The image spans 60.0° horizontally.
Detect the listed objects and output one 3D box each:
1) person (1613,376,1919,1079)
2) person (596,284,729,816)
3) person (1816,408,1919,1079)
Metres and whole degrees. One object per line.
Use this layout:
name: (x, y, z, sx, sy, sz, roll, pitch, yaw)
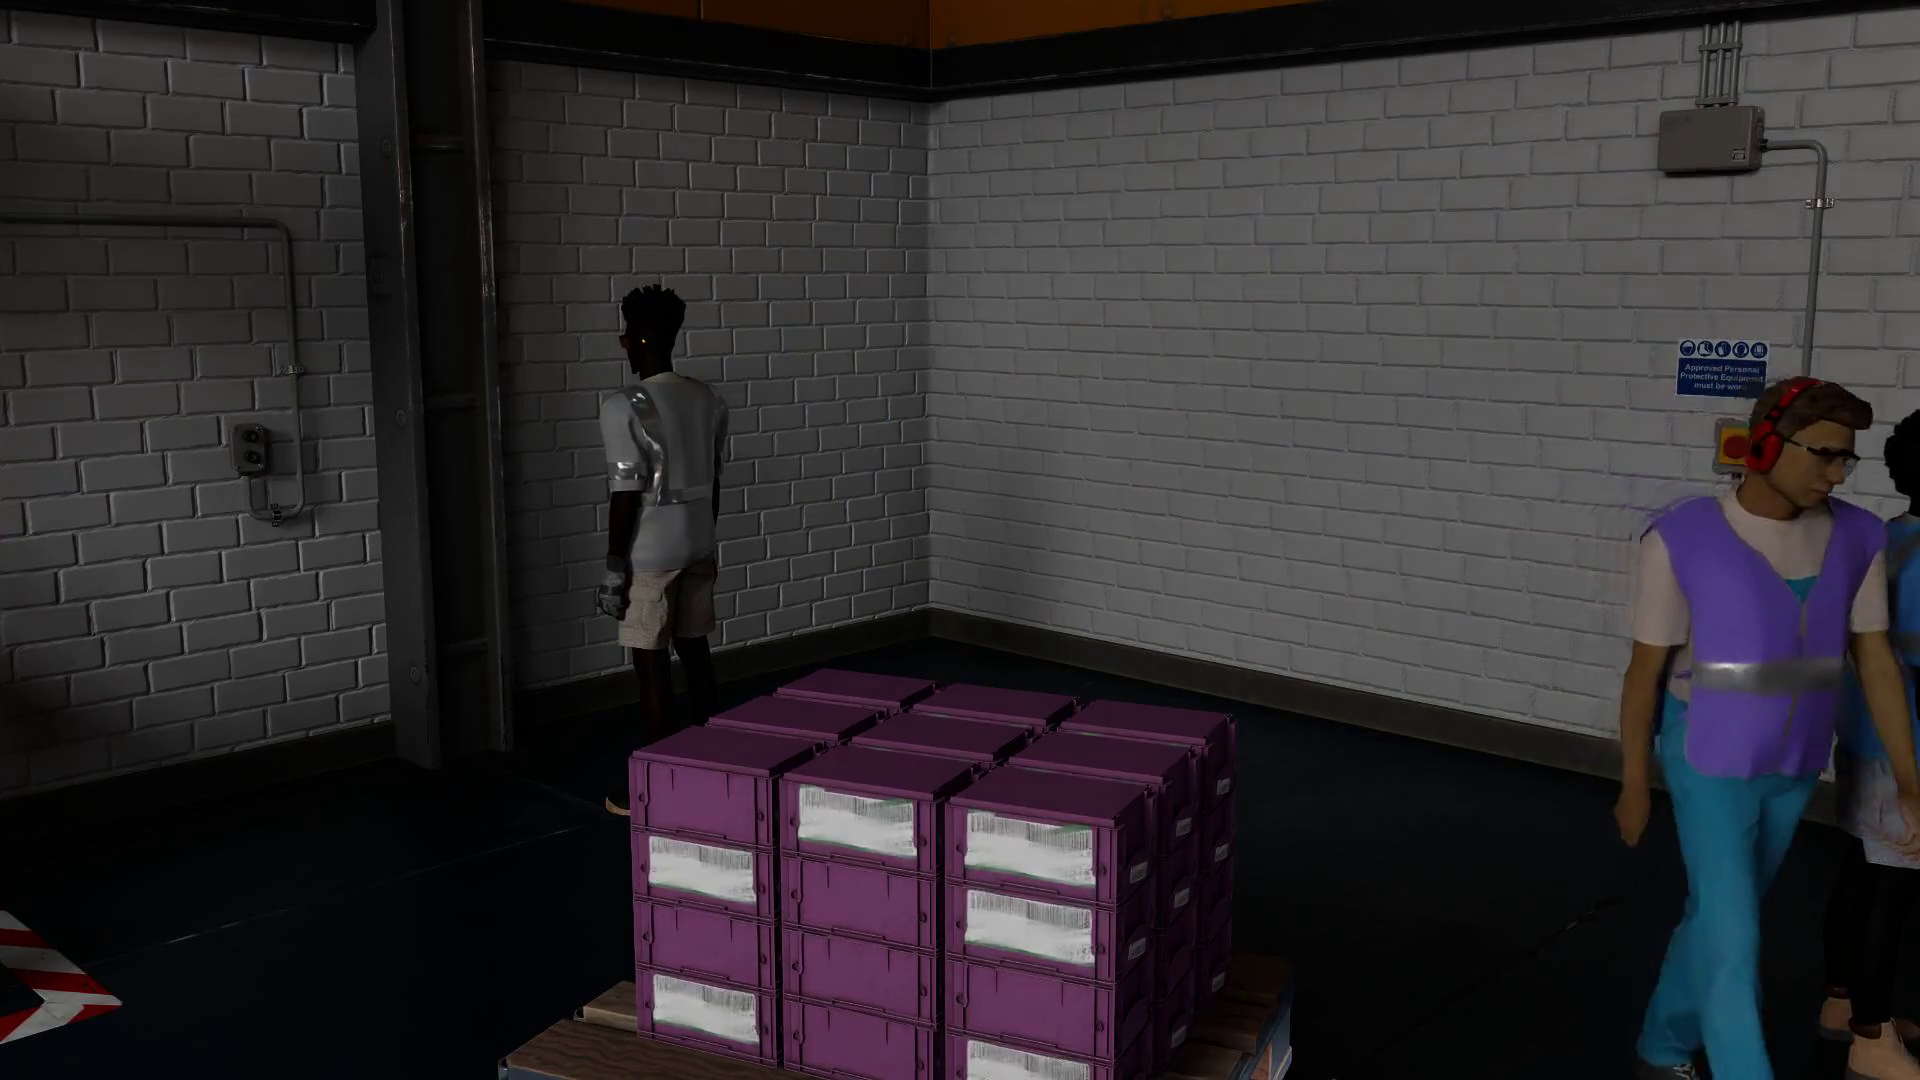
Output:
person: (1.780, 0.543, 3.650, 0.567, 1.789, 0.925, -3, 10, -16)
person: (-1.107, 0.045, 6.167, 0.366, 1.965, 0.607, 5, 11, 29)
person: (2.355, 0.509, 4.138, 0.322, 1.697, 0.530, 3, 10, 17)
